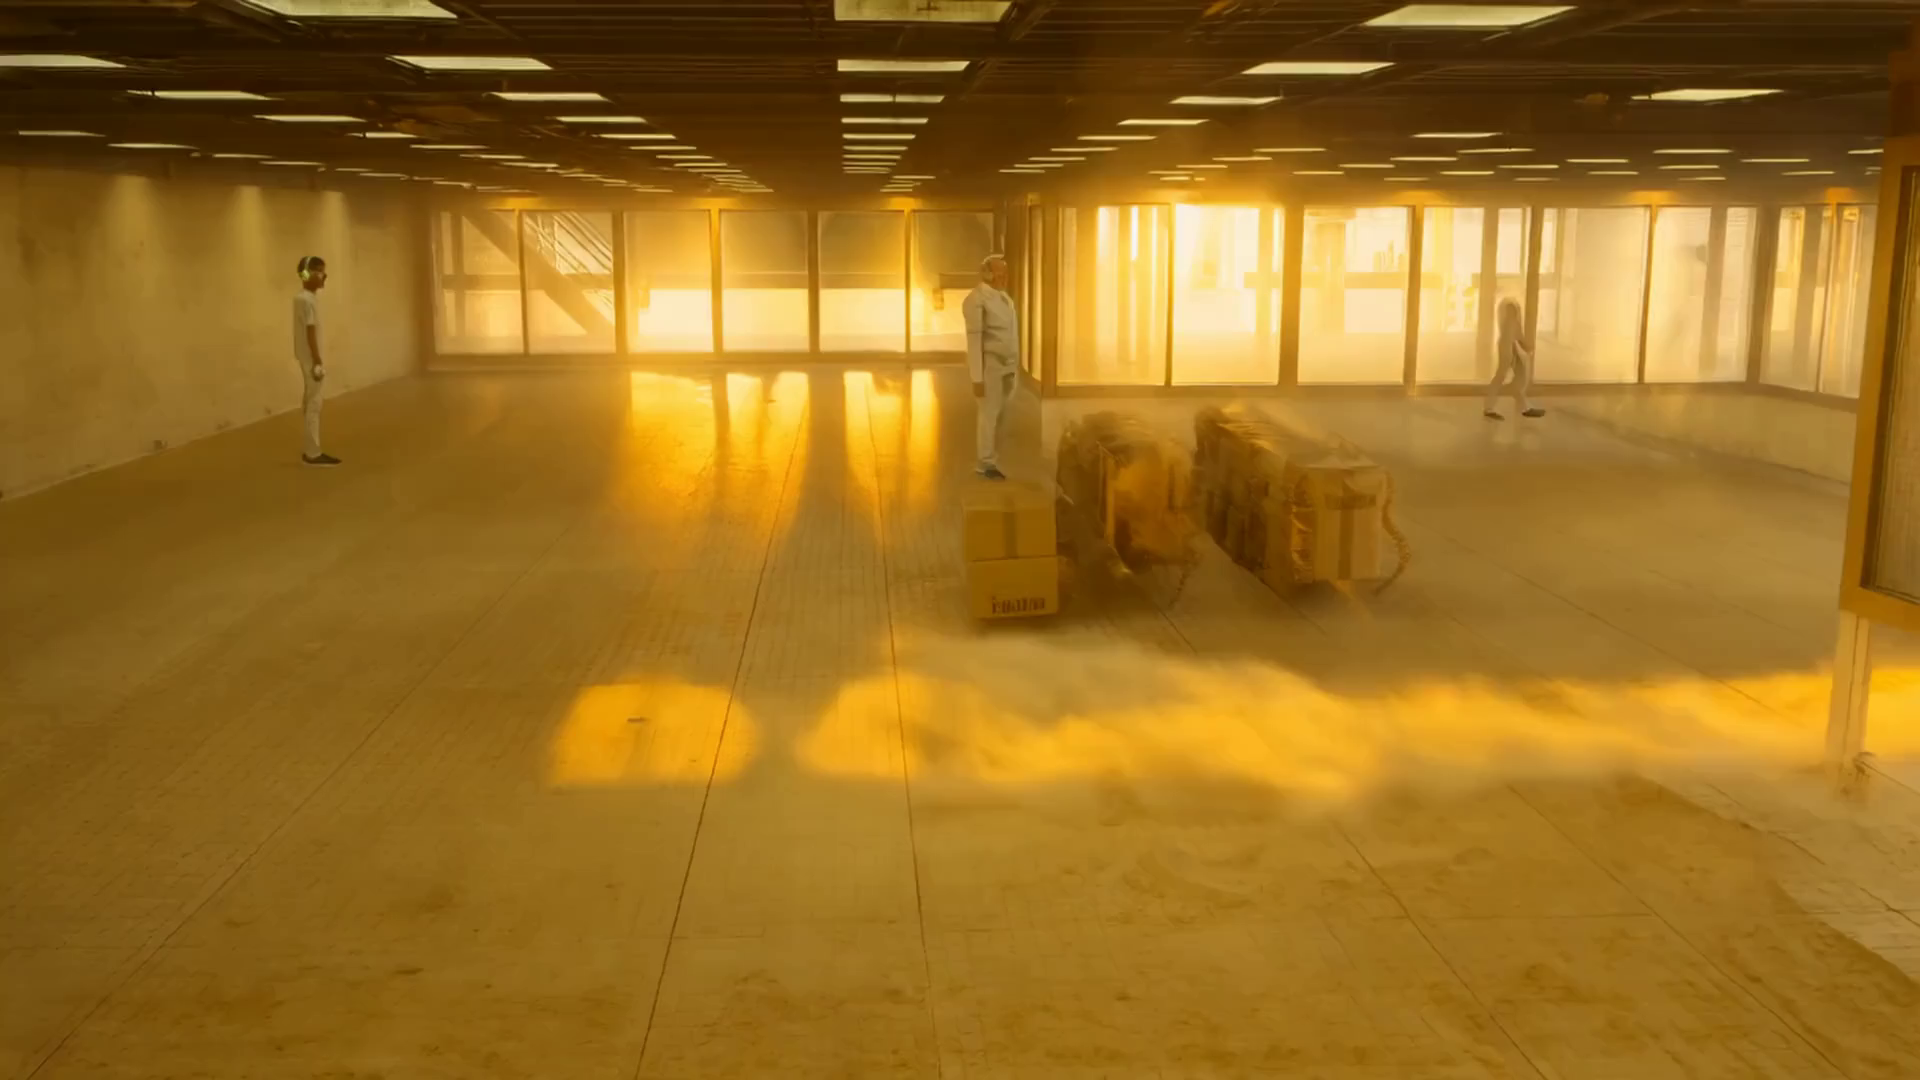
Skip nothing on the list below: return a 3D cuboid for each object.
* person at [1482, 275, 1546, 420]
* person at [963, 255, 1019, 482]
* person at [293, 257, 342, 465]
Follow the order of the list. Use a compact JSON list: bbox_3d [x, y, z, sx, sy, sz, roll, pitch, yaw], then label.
[{"bbox_3d":[6.162,-2.110,18.390,0.721,1.606,0.510,2,11,12],"label":"person"},{"bbox_3d":[0.277,-1.433,14.021,0.534,1.909,0.693,6,12,30],"label":"person"},{"bbox_3d":[-5.802,-1.601,14.941,0.319,1.865,0.521,-6,12,-27],"label":"person"}]
